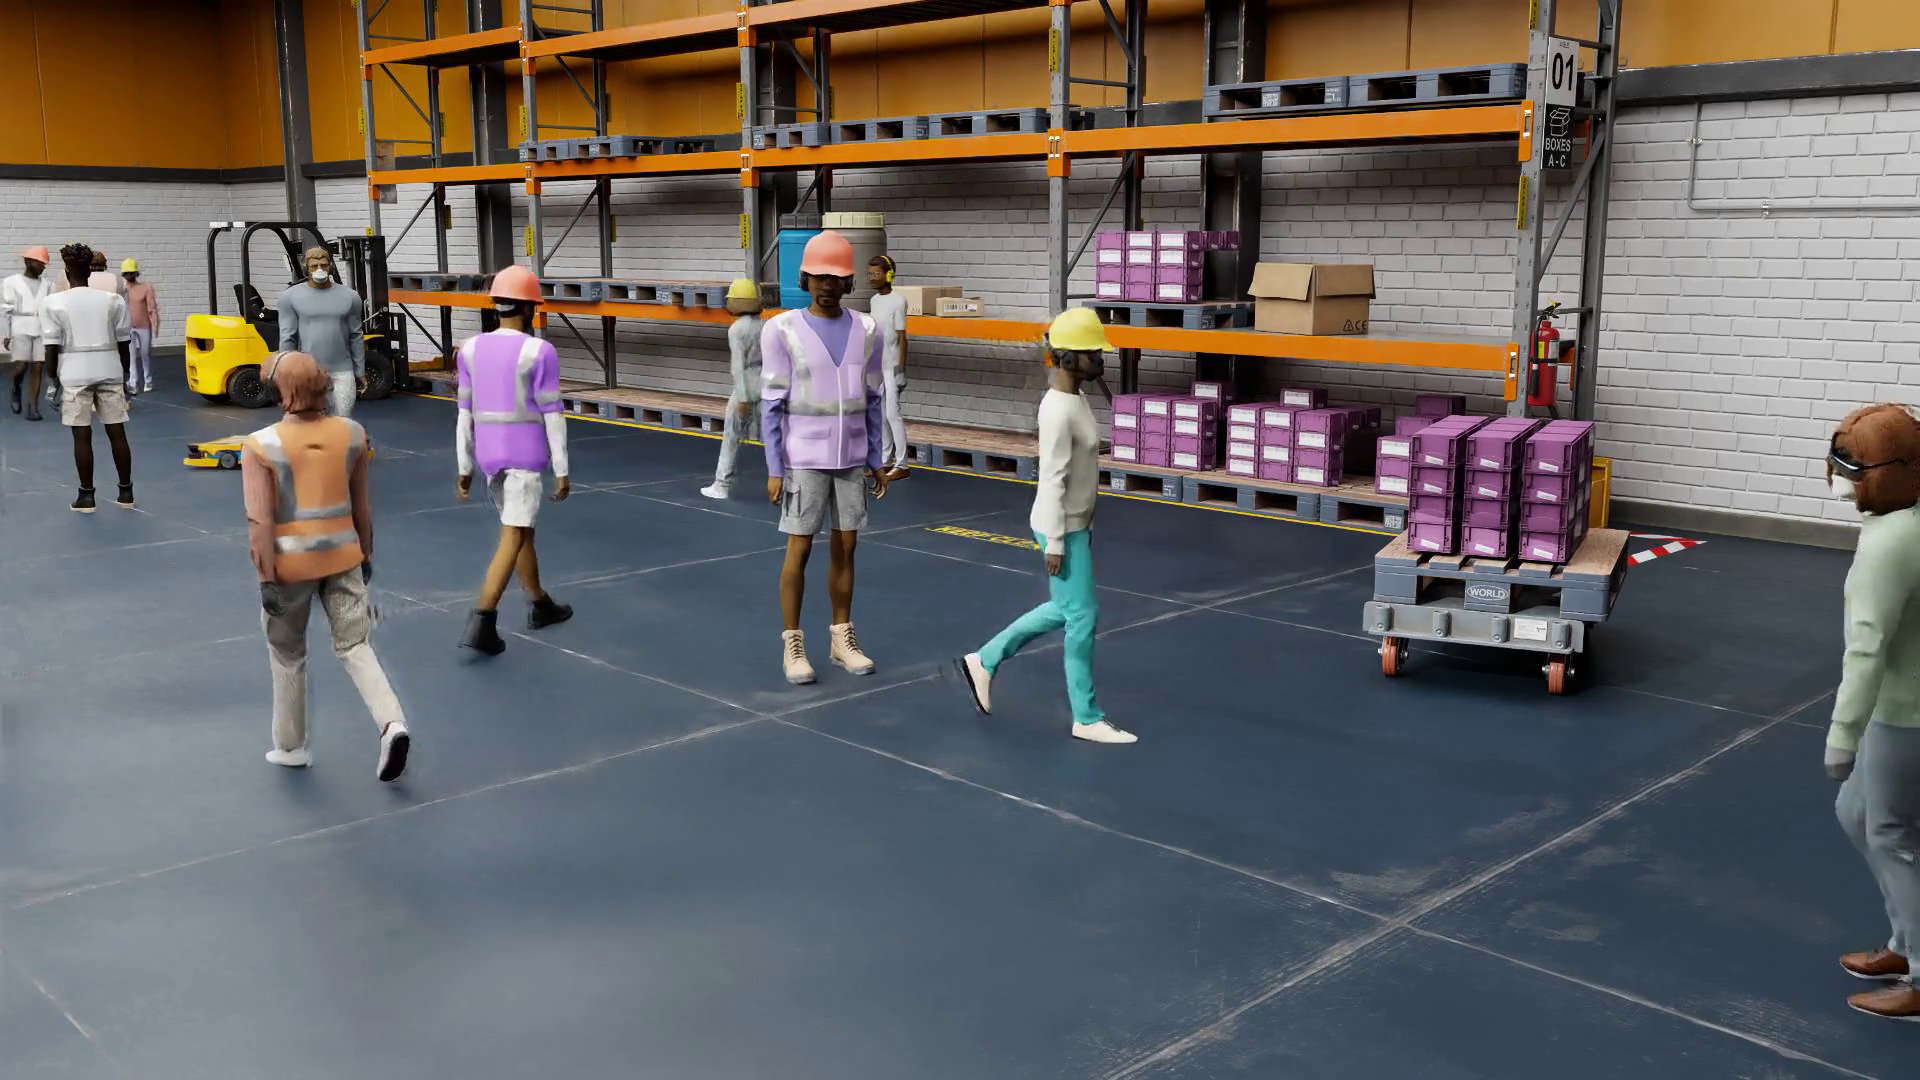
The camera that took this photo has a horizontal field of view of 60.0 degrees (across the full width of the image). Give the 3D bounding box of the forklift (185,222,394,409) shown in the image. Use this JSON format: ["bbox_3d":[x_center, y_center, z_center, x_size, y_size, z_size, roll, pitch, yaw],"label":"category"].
[{"bbox_3d":[-8.169,-2.758,20.163,2.313,2.155,1.214,-10,14,-44],"label":"forklift"}]

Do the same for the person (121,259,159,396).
[{"bbox_3d":[-10.548,-2.730,21.306,0.536,1.721,0.898,-4,11,-20],"label":"person"}]

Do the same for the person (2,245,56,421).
[{"bbox_3d":[-10.234,-2.275,18.300,0.520,1.910,0.595,9,14,40],"label":"person"}]

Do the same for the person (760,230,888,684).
[{"bbox_3d":[-0.595,-0.370,7.559,0.611,2.040,0.393,-6,12,-30],"label":"person"}]

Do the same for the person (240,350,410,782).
[{"bbox_3d":[-2.357,0.105,6.144,0.750,1.616,0.518,9,14,41],"label":"person"}]

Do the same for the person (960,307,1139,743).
[{"bbox_3d":[0.354,-0.057,6.666,0.690,1.751,0.526,2,11,11],"label":"person"}]

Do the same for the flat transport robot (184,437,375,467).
[{"bbox_3d":[-5.986,-0.785,14.651,1.431,0.197,0.652,1,10,3],"label":"flat transport robot"}]

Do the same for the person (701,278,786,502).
[{"bbox_3d":[-1.570,-1.132,12.647,0.905,1.700,0.484,7,13,35],"label":"person"}]

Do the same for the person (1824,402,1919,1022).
[{"bbox_3d":[2.397,0.451,4.249,0.453,1.604,0.517,7,12,33],"label":"person"}]

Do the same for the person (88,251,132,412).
[{"bbox_3d":[-9.877,-2.397,19.161,0.633,1.842,0.429,-9,14,-42],"label":"person"}]

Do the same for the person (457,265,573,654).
[{"bbox_3d":[-2.223,-0.405,8.213,0.549,1.886,0.996,4,11,20],"label":"person"}]

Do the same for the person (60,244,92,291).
[{"bbox_3d":[-11.605,-2.980,22.182,0.610,1.888,0.892,0,10,-1],"label":"person"}]

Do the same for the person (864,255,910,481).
[{"bbox_3d":[-0.609,-1.417,13.773,0.322,1.860,0.521,-6,12,-31],"label":"person"}]

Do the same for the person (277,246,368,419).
[{"bbox_3d":[-4.896,-1.284,12.823,0.636,1.938,0.355,-7,12,-33],"label":"person"}]

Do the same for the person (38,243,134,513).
[{"bbox_3d":[-6.383,-1.182,12.192,0.607,1.966,0.373,-9,14,-41],"label":"person"}]
